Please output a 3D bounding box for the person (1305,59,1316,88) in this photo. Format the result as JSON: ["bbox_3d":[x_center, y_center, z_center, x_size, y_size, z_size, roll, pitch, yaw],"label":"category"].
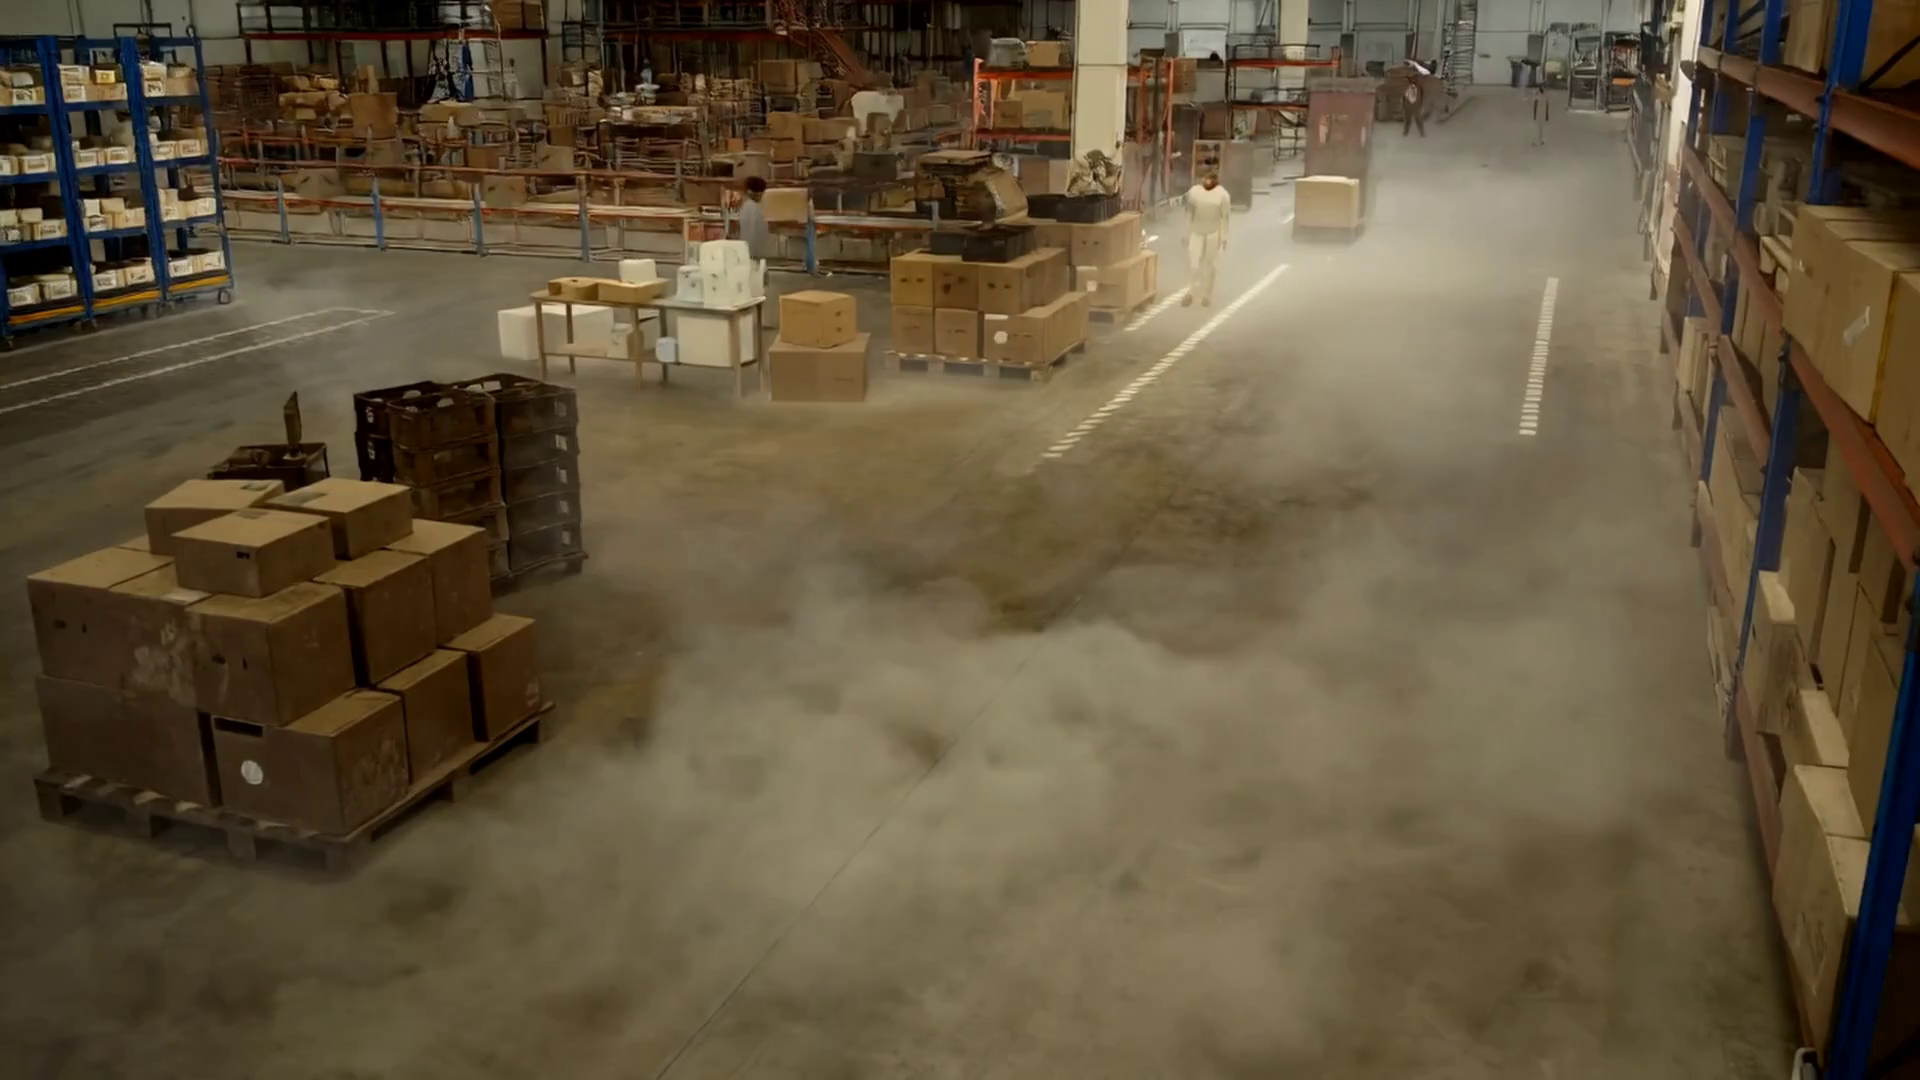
[{"bbox_3d":[16.447,-21.805,78.230,0.639,1.920,0.629,-14,22,-37],"label":"person"}]

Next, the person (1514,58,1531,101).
[{"bbox_3d":[25.221,-20.658,74.653,0.902,1.904,0.642,-4,18,-11],"label":"person"}]

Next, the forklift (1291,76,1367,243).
[{"bbox_3d":[6.598,-6.755,29.381,1.129,2.768,1.873,6,19,19],"label":"forklift"}]

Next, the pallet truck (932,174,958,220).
[{"bbox_3d":[-0.507,-5.292,27.348,0.653,1.274,1.630,6,19,19],"label":"pallet truck"}]

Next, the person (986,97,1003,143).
[{"bbox_3d":[0.909,-10.533,43.038,0.595,1.788,0.923,8,19,23],"label":"person"}]

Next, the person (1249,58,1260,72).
[{"bbox_3d":[14.541,-22.974,82.190,0.487,1.744,0.297,4,18,12],"label":"person"}]

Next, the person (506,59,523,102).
[{"bbox_3d":[-19.894,-20.514,74.285,0.946,1.837,0.591,9,20,25],"label":"person"}]

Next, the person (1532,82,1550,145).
[{"bbox_3d":[17.656,-12.947,50.490,0.518,1.865,0.329,-4,18,-13],"label":"person"}]

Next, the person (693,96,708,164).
[{"bbox_3d":[-6.902,-10.897,44.205,0.317,1.766,0.533,-6,19,-18],"label":"person"}]

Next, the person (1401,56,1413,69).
[{"bbox_3d":[21.309,-22.181,79.561,0.625,1.836,0.430,-5,18,-15],"label":"person"}]

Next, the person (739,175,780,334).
[{"bbox_3d":[-2.590,-3.564,20.807,0.575,1.981,0.642,2,18,8],"label":"person"}]

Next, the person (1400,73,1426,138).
[{"bbox_3d":[14.522,-13.904,53.206,0.694,2.000,0.720,-13,22,-36],"label":"person"}]

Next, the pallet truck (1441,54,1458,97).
[{"bbox_3d":[22.765,-21.886,78.355,0.823,1.965,1.885,-4,18,-14],"label":"pallet truck"}]

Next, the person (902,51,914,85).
[{"bbox_3d":[-2.856,-25.927,91.386,0.630,1.788,0.978,1,18,3],"label":"person"}]

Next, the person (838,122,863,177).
[{"bbox_3d":[-2.300,-7.974,35.164,0.534,1.684,0.378,3,18,8],"label":"person"}]

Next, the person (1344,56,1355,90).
[{"bbox_3d":[20.015,-23.976,85.422,0.554,1.698,0.319,-14,23,-38],"label":"person"}]

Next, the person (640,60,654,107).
[{"bbox_3d":[-12.592,-18.241,66.847,0.608,2.034,0.397,-15,23,-39],"label":"person"}]

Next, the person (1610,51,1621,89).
[{"bbox_3d":[33.514,-24.008,85.131,0.542,1.931,0.376,3,18,10],"label":"person"}]

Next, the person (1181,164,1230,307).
[{"bbox_3d":[3.356,-4.168,22.797,0.644,1.932,0.415,1,18,2],"label":"person"}]
